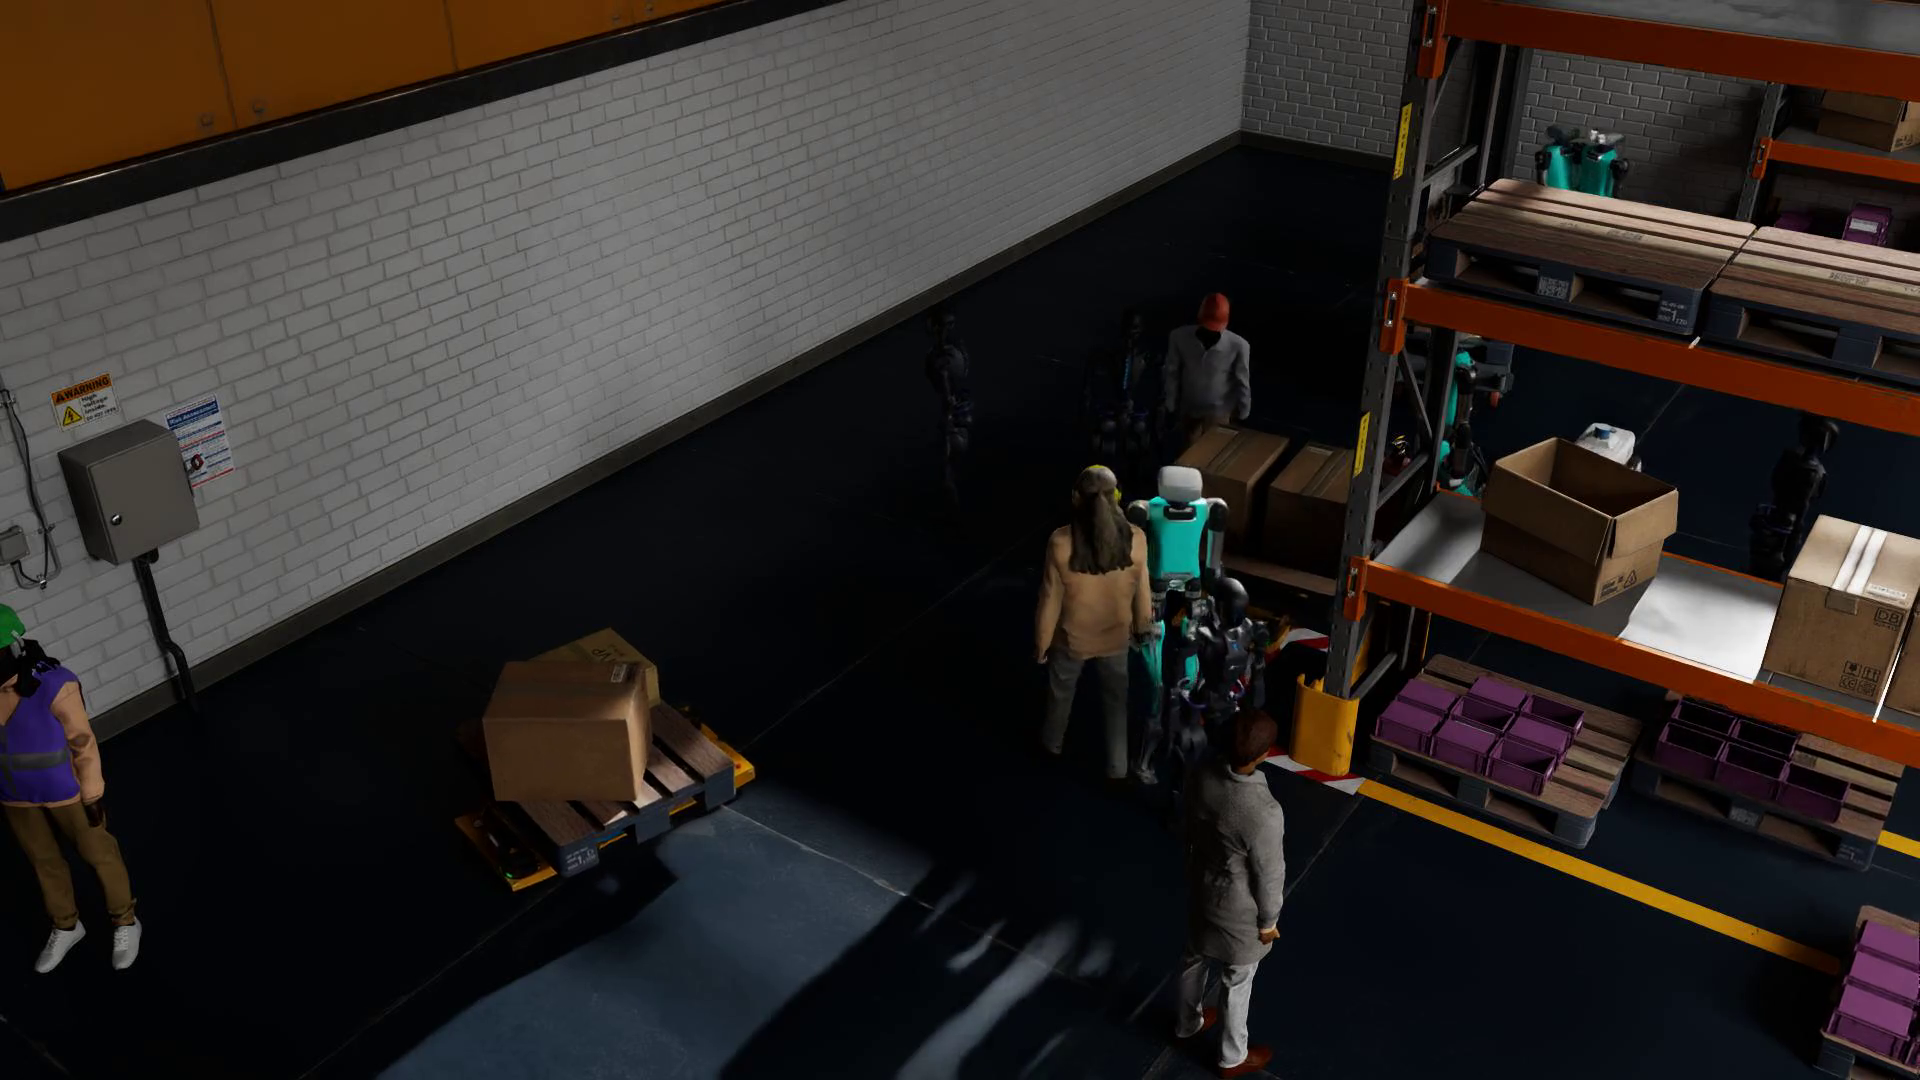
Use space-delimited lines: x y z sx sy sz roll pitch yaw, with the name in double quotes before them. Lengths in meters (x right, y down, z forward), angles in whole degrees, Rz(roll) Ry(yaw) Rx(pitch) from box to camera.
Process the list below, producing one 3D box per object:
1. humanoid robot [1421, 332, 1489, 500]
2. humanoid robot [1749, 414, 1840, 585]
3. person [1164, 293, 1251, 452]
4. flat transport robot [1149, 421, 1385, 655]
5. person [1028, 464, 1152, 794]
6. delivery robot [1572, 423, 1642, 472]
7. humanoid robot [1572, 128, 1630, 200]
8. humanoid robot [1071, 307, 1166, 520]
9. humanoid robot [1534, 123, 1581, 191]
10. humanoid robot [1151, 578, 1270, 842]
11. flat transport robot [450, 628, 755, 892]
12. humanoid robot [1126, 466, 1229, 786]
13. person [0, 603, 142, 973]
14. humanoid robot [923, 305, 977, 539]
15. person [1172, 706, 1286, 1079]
"humanoid robot" 3.218 -0.543 10.536 0.691 1.815 0.531 -7 31 -12
"humanoid robot" 4.756 0.019 9.642 0.784 1.621 0.610 8 31 13
"person" 1.652 -0.900 11.187 0.584 1.681 0.797 14 33 22
"flat transport robot" 1.942 0.245 10.615 0.659 0.231 1.431 16 34 26
"person" 0.687 0.465 8.654 0.616 1.861 0.611 -3 30 -5
"delivery robot" 4.471 -0.531 11.693 0.499 0.614 0.812 20 35 30
"humanoid robot" 5.530 -2.696 14.252 0.842 1.780 0.619 -17 34 -27
"humanoid robot" 1.040 -0.719 10.887 0.614 1.655 0.350 1 30 2
"humanoid robot" 5.212 -2.577 14.069 0.542 1.761 0.898 -22 36 -33
"humanoid robot" 1.241 0.899 8.099 0.613 1.624 0.727 -12 32 -20
"flat transport robot" -1.857 1.321 8.748 1.431 0.231 0.659 -23 37 -34
"humanoid robot" 1.130 0.543 8.656 0.530 1.815 0.706 -2 30 -3
"person" -4.102 1.103 7.463 0.532 1.931 0.409 -1 30 -2
"humanoid robot" -0.055 -0.774 10.995 0.356 1.655 0.616 1 30 2
"person" 1.133 1.468 6.926 0.366 1.836 0.503 -23 37 -34
